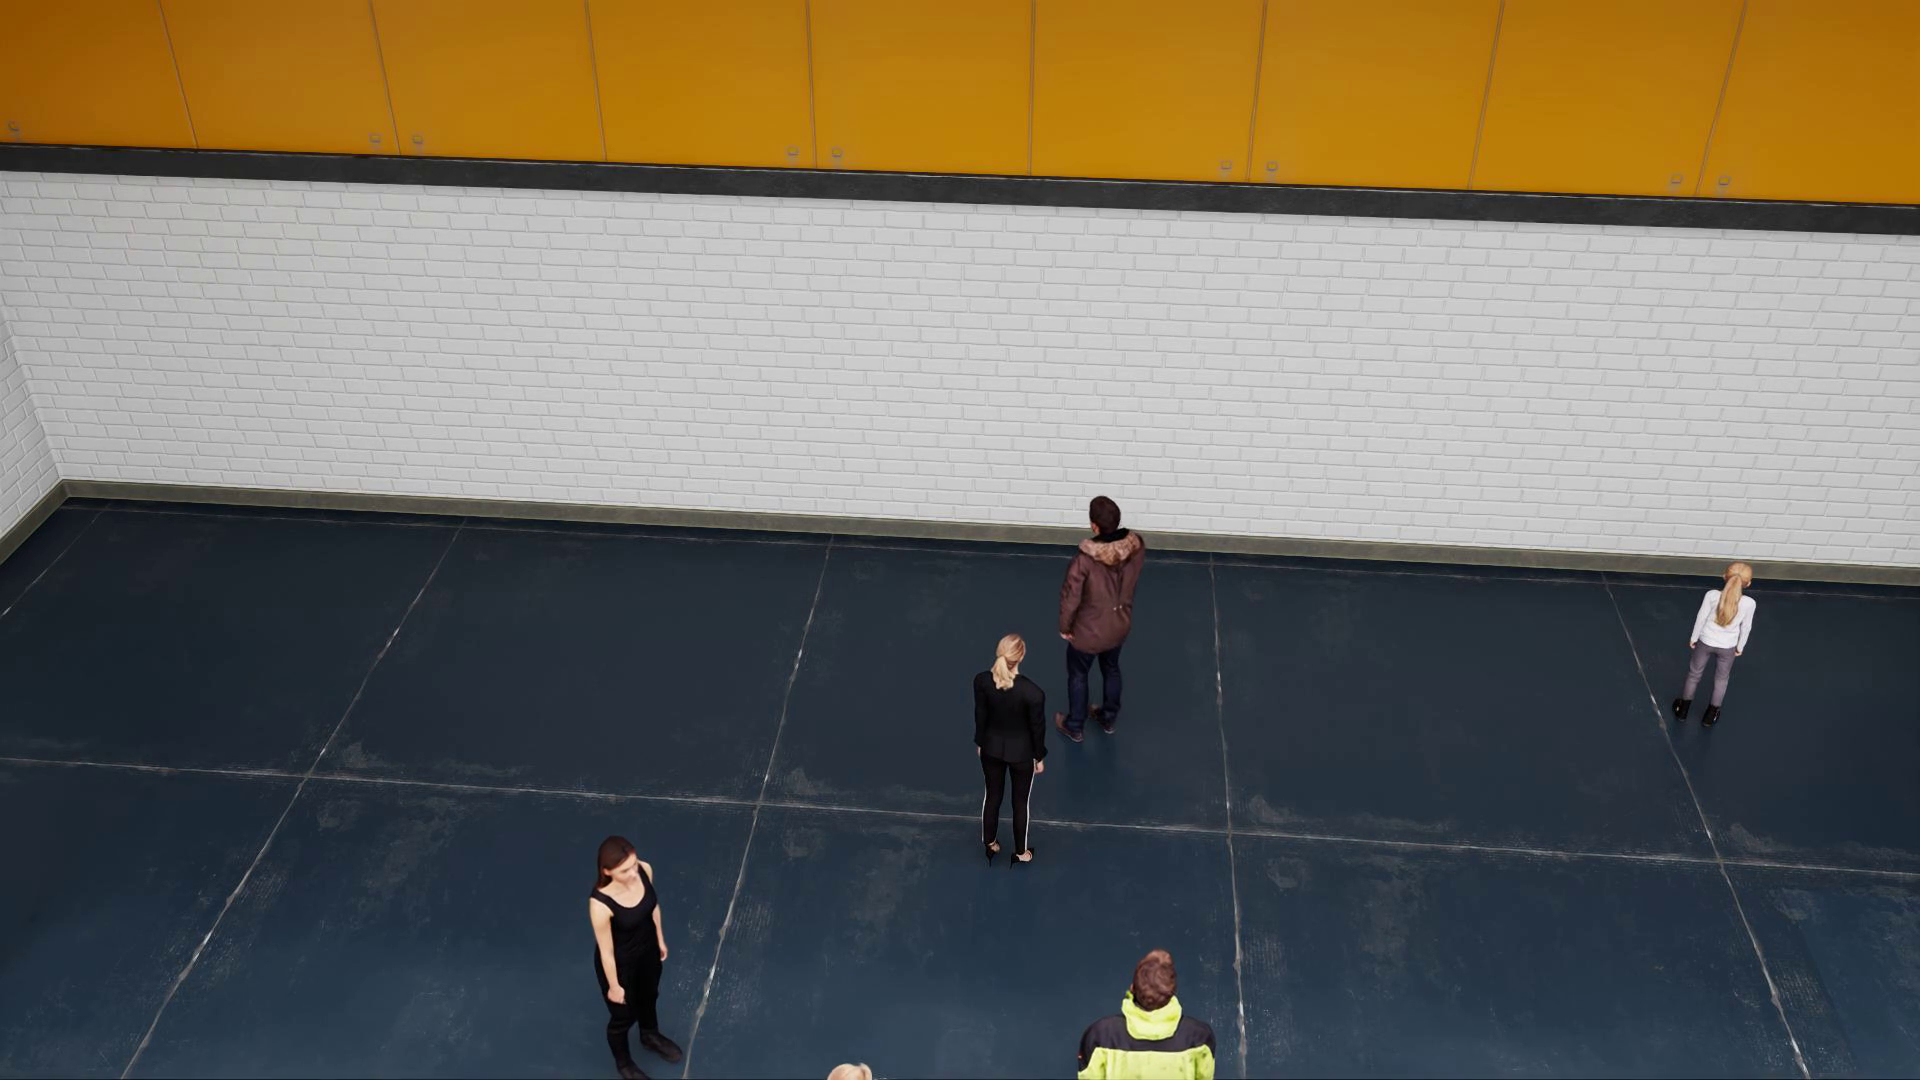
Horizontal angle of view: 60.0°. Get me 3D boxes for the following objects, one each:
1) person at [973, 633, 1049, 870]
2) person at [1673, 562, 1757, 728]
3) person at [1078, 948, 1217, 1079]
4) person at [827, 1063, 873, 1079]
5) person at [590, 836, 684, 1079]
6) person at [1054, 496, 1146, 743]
[{"bbox_3d":[0.283,1.260,9.791,0.664,1.707,0.630,12,35,17],"label":"person"},{"bbox_3d":[5.029,0.684,11.043,0.550,1.279,0.577,14,36,19],"label":"person"},{"bbox_3d":[0.820,2.610,7.511,0.796,1.982,0.679,-2,34,-3],"label":"person"},{"bbox_3d":[-0.489,2.863,7.784,0.733,1.259,0.664,-28,43,-35],"label":"person"},{"bbox_3d":[-1.691,2.132,8.498,0.721,1.685,0.614,18,38,25],"label":"person"},{"bbox_3d":[0.933,0.526,10.773,0.895,1.842,0.926,-18,38,-25],"label":"person"}]
